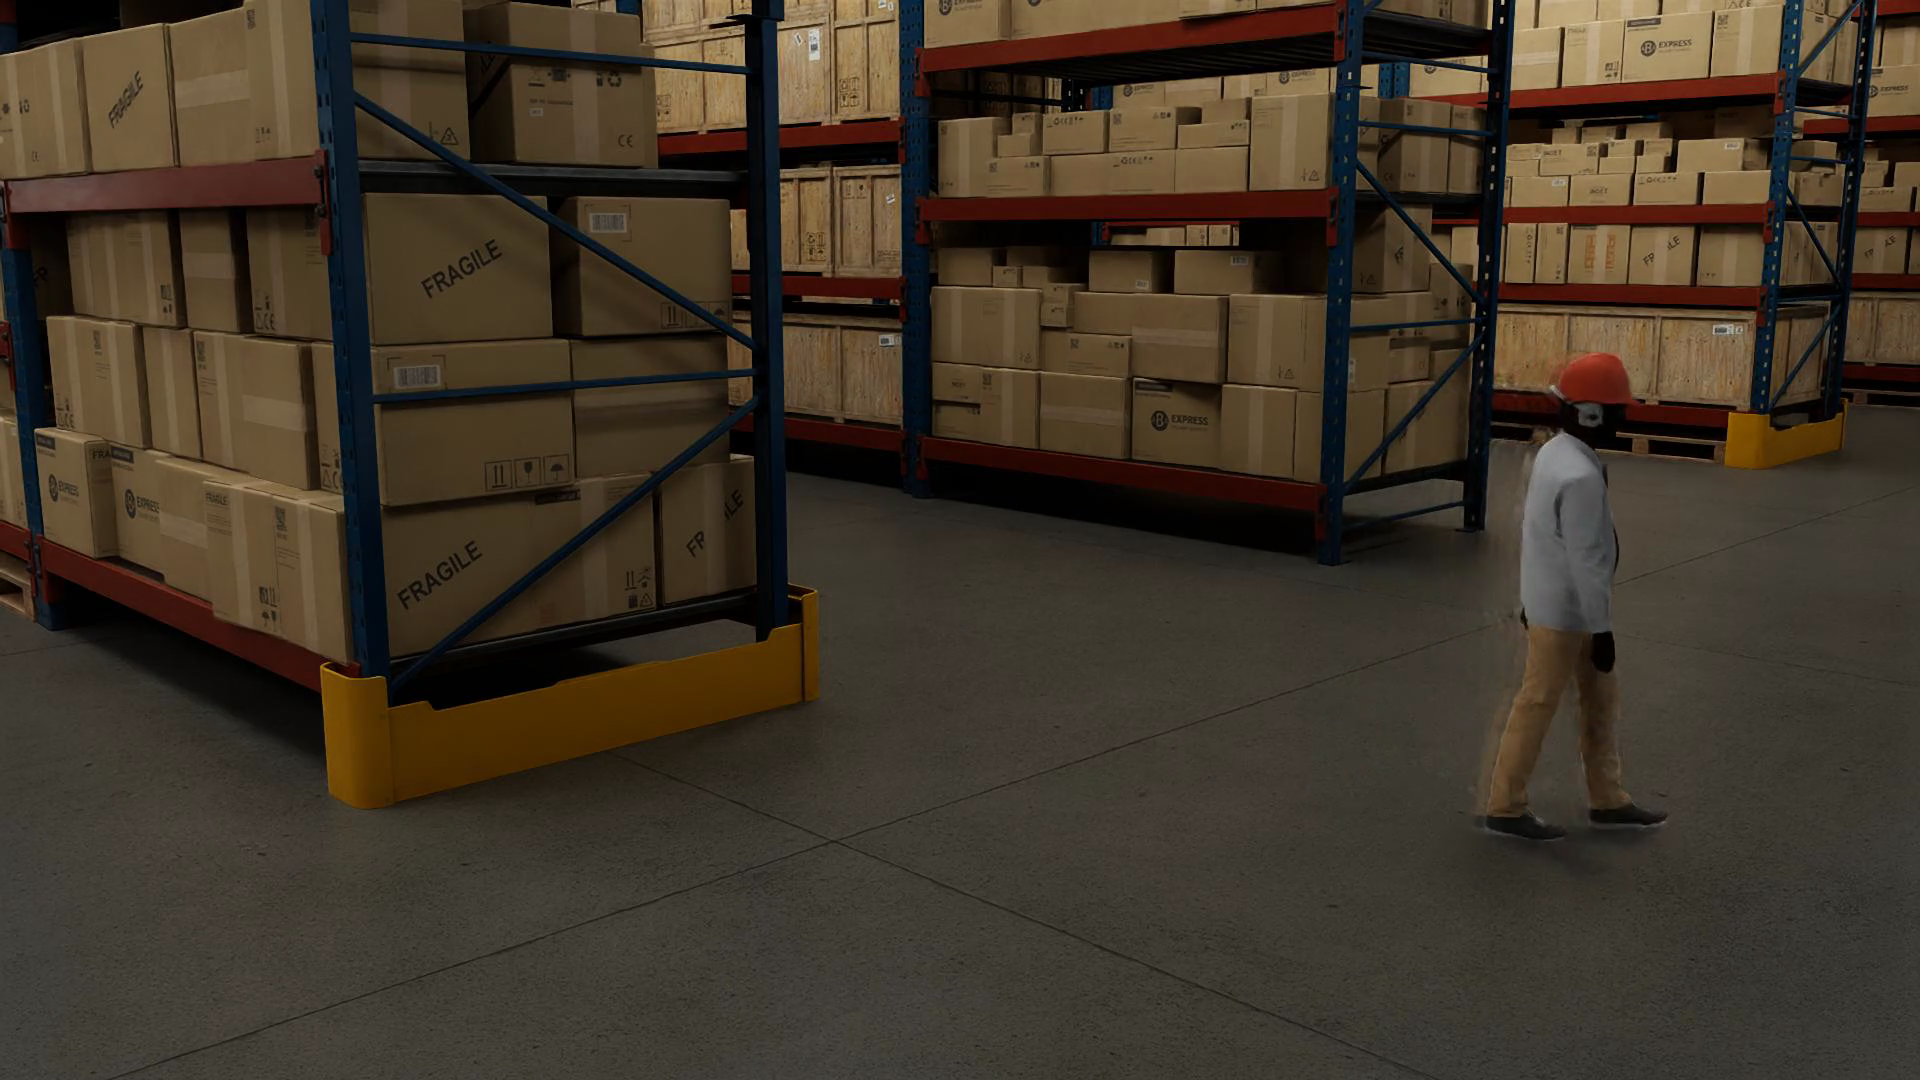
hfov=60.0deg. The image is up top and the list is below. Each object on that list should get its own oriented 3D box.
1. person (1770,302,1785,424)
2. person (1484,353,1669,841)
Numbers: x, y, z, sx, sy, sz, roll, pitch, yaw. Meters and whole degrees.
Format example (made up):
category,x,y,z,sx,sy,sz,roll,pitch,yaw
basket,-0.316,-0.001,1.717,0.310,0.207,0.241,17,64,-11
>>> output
category,x,y,z,sx,sy,sz,roll,pitch,yaw
person,9.028,-2.287,18.970,0.629,1.906,0.904,-4,11,-19
person,2.220,0.222,5.768,0.751,1.723,0.597,2,11,13
